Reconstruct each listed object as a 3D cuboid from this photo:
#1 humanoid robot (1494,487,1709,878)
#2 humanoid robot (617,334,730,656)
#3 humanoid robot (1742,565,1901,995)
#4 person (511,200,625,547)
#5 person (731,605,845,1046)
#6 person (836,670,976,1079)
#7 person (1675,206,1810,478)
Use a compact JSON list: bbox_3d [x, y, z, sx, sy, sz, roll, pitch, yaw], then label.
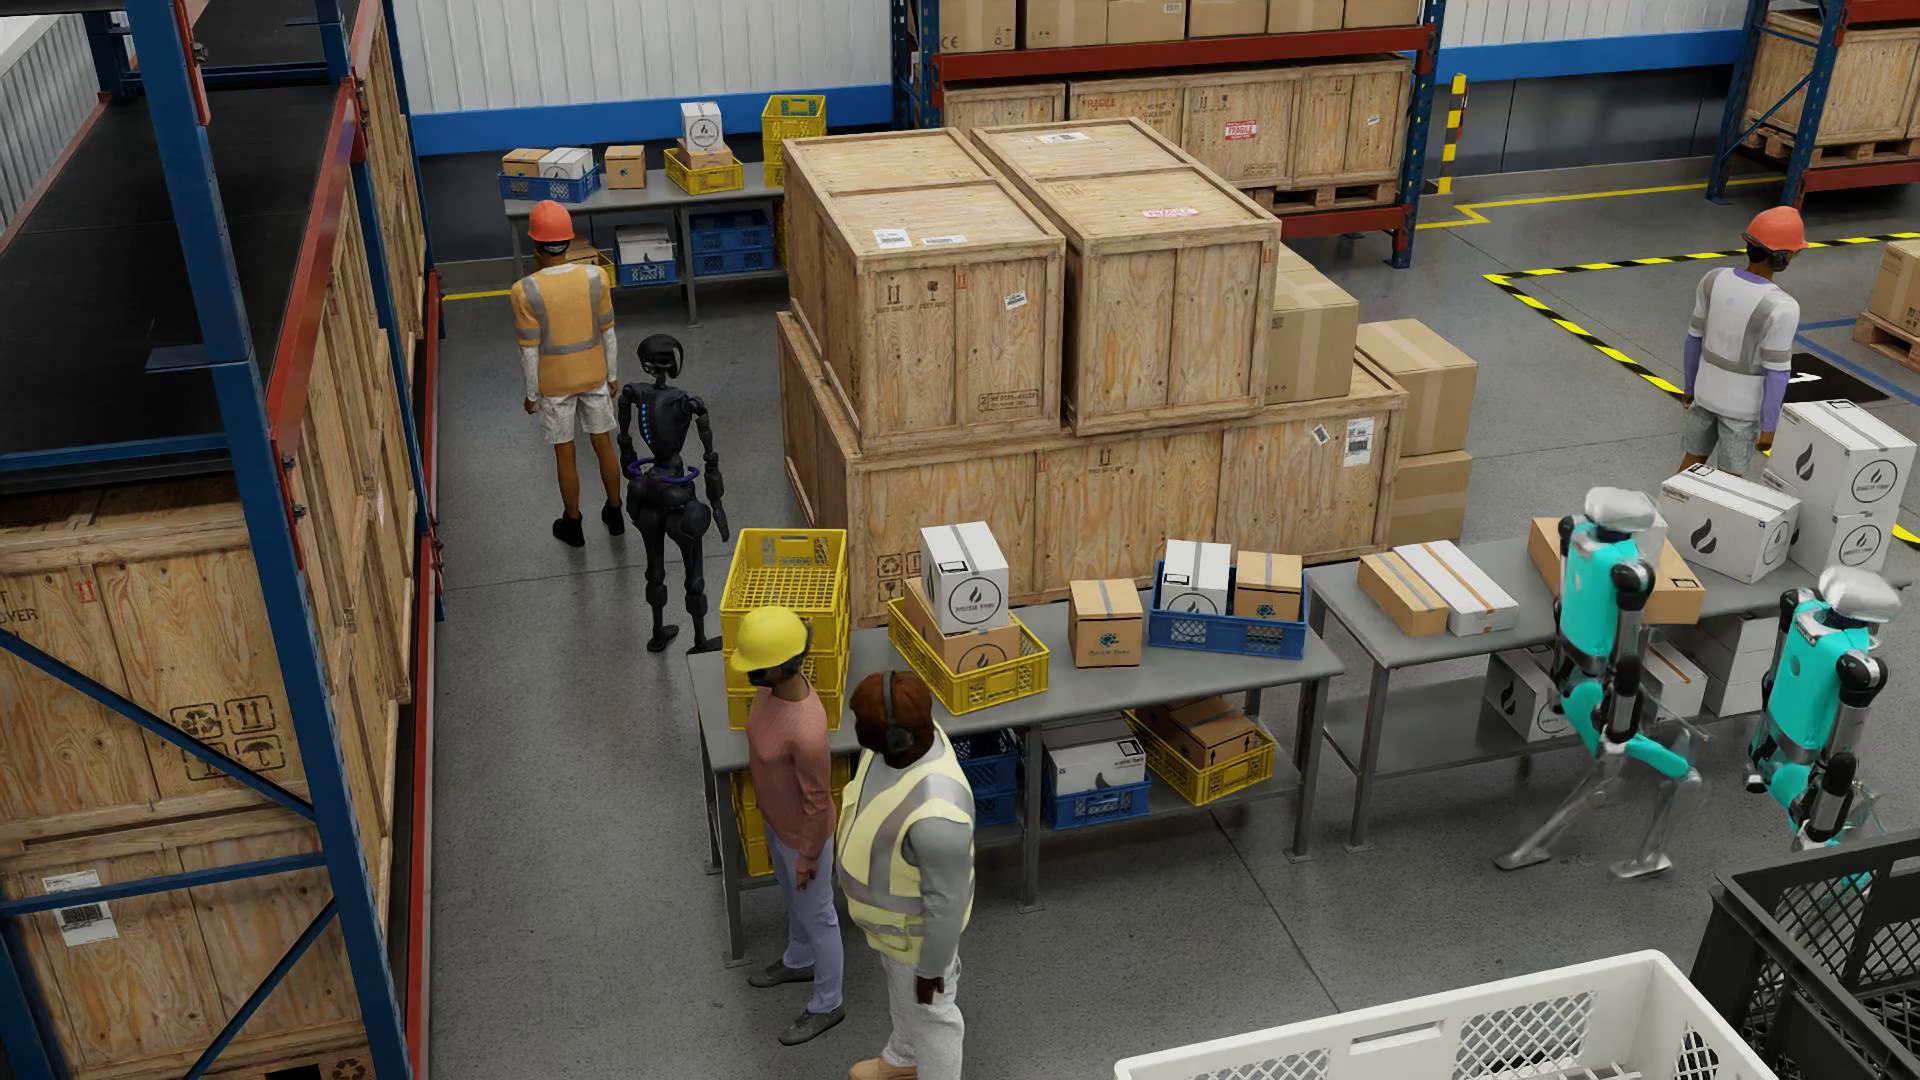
[{"bbox_3d":[2.665,0.602,6.527,0.902,1.772,0.543,-5,29,-8],"label":"humanoid robot"},{"bbox_3d":[-1.402,-0.209,8.023,0.599,1.654,0.315,14,32,24],"label":"humanoid robot"},{"bbox_3d":[3.169,0.870,5.948,0.680,1.743,0.548,-2,29,-3],"label":"humanoid robot"},{"bbox_3d":[-2.109,-0.880,8.985,0.542,1.939,0.357,-16,33,-27],"label":"person"},{"bbox_3d":[-0.598,0.981,5.788,0.317,1.763,0.521,-12,31,-21],"label":"person"},{"bbox_3d":[-0.172,1.196,5.322,0.431,1.837,0.623,-8,30,-14],"label":"person"},{"bbox_3d":[4.005,-0.732,8.609,0.373,2.041,0.613,-11,31,-20],"label":"person"}]
